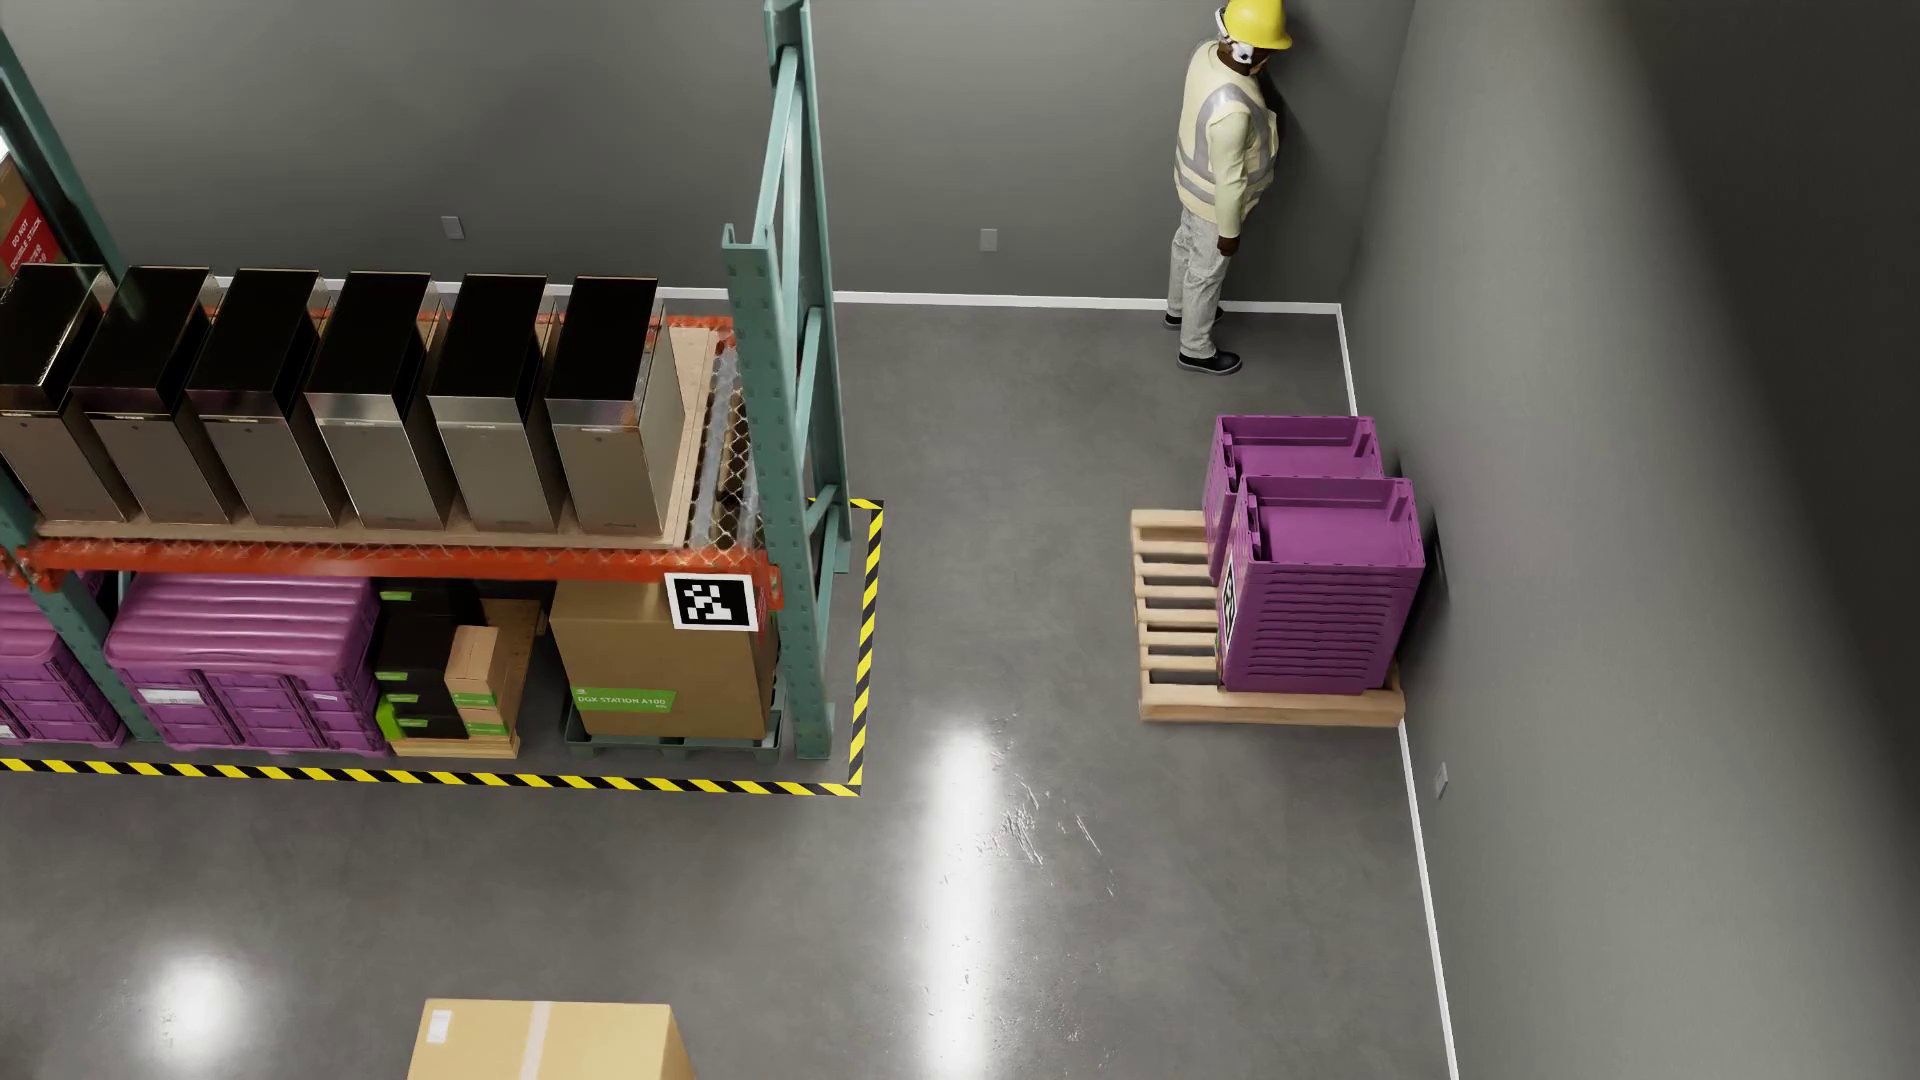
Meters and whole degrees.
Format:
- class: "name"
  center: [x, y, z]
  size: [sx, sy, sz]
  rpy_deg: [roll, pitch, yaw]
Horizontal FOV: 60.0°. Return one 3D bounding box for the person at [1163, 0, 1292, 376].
- class: "person"
  center: [1.089, -1.473, 6.925]
  size: [0.403, 1.822, 0.588]
  rpy_deg: [-4, 52, -3]
